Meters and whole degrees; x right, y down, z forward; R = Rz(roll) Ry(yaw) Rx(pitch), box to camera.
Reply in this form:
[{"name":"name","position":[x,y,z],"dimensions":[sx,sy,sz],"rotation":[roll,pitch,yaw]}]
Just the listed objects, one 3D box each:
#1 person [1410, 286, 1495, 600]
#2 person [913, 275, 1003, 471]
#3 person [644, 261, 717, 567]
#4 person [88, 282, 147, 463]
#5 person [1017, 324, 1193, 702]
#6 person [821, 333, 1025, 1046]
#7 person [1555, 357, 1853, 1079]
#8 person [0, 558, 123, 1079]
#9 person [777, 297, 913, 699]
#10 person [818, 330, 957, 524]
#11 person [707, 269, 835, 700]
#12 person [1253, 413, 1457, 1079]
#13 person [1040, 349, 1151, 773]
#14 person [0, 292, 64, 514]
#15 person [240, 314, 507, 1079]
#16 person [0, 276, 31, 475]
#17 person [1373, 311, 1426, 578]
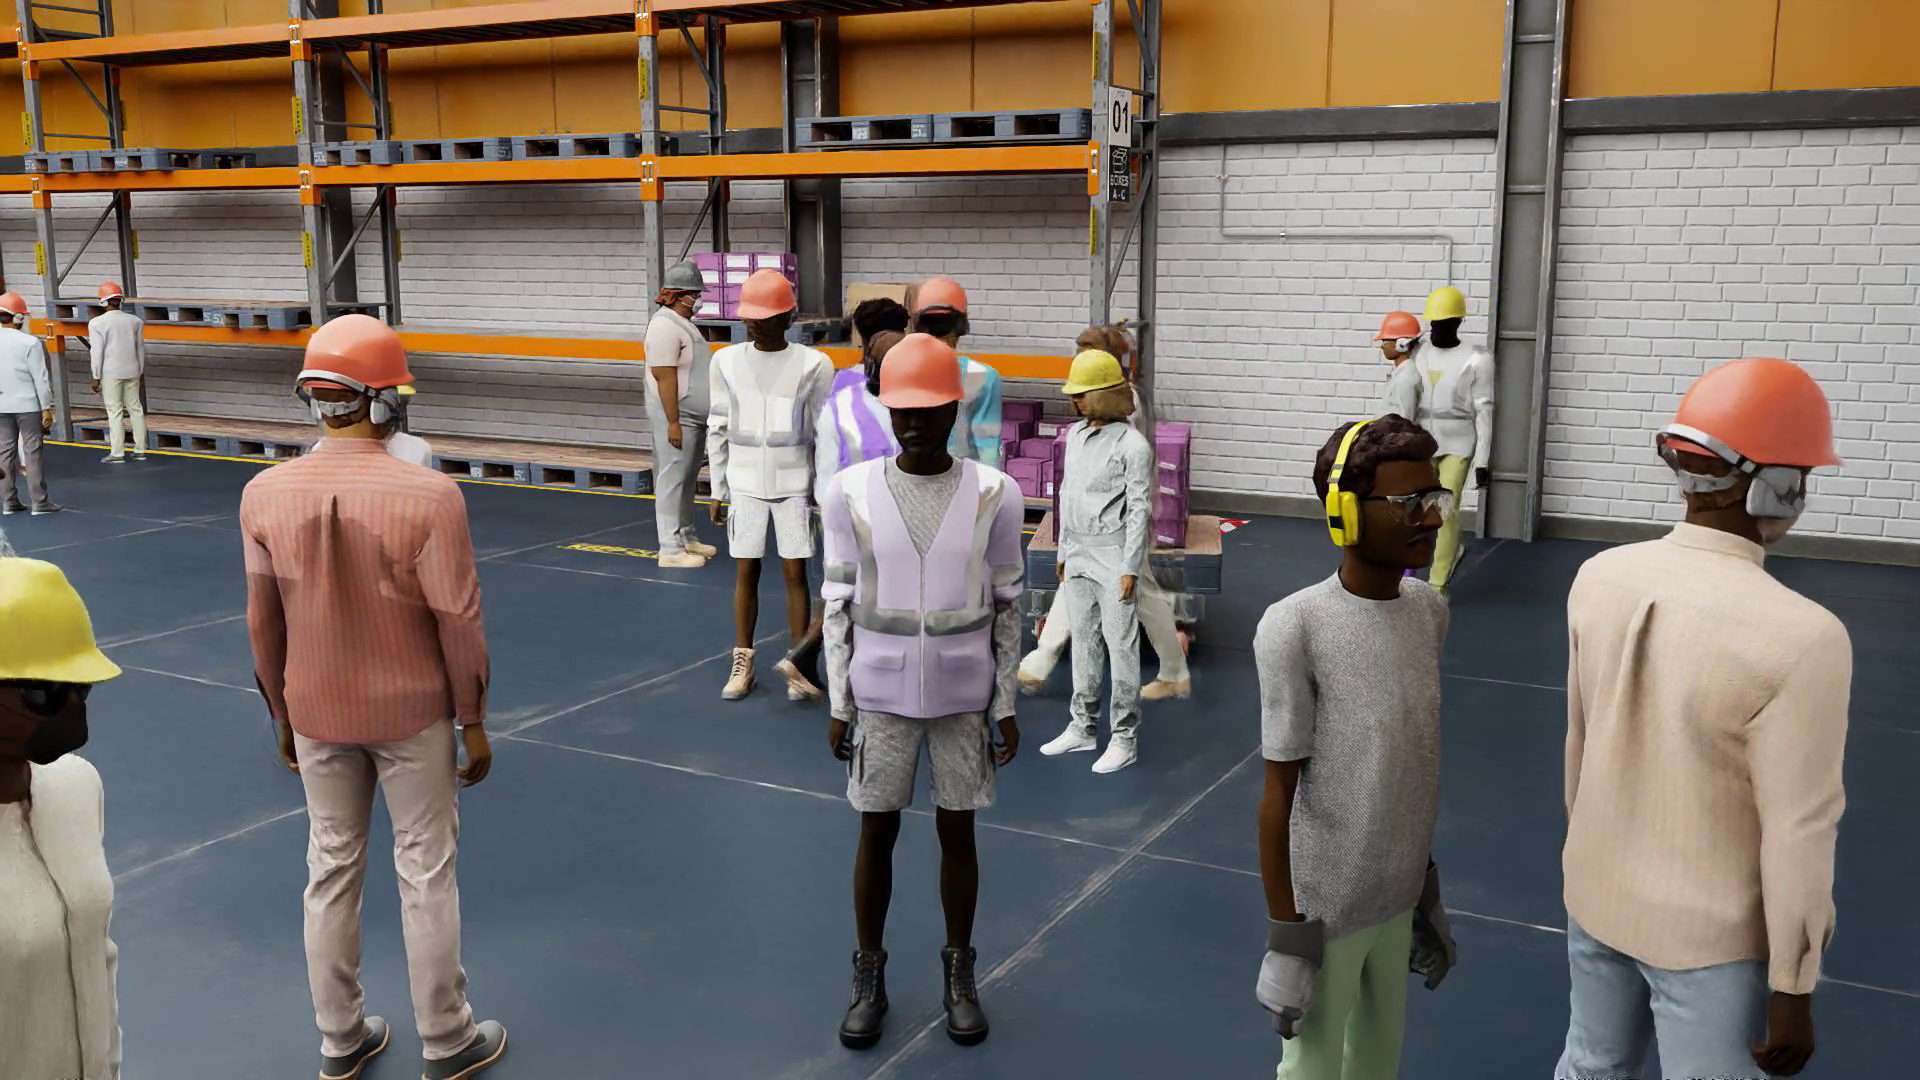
[{"name":"person","position":[2.891,-0.551,9.858],"dimensions":[0.626,1.908,0.592],"rotation":[-9,14,-41]},{"name":"person","position":[-0.113,-0.186,7.592],"dimensions":[0.629,2.020,0.829],"rotation":[2,11,13]},{"name":"person","position":[-1.827,-0.851,11.139],"dimensions":[0.535,2.000,0.682],"rotation":[1,10,3]},{"name":"person","position":[-8.207,-1.631,16.202],"dimensions":[0.330,1.751,0.563],"rotation":[5,12,27]},{"name":"person","position":[0.664,-0.102,7.747],"dimensions":[0.997,1.787,0.512],"rotation":[-2,11,-12]},{"name":"person","position":[-0.097,0.415,4.479],"dimensions":[0.547,1.938,0.377],"rotation":[0,10,-1]},{"name":"person","position":[1.312,0.667,2.985],"dimensions":[0.414,1.982,0.615],"rotation":[-3,11,-18]},{"name":"person","position":[-1.442,0.882,2.442],"dimensions":[0.545,1.747,0.532],"rotation":[1,10,3]},{"name":"person","position":[-0.406,-0.168,7.732],"dimensions":[0.807,1.914,0.638],"rotation":[-7,13,-34]},{"name":"person","position":[-0.314,-0.065,7.577],"dimensions":[0.633,1.789,1.006],"rotation":[-3,11,-16]},{"name":"person","position":[-0.890,-0.245,7.832],"dimensions":[0.605,2.035,0.392],"rotation":[0,10,3]},{"name":"person","position":[0.749,0.699,3.101],"dimensions":[0.514,1.876,0.328],"rotation":[-9,14,-41]},{"name":"person","position":[0.559,0.086,6.842],"dimensions":[0.311,1.735,0.483],"rotation":[-8,13,-36]},{"name":"person","position":[-7.430,-1.073,13.144],"dimensions":[0.573,1.748,0.337],"rotation":[1,10,8]},{"name":"person","position":[-1.479,0.433,4.225],"dimensions":[0.610,1.995,0.375],"rotation":[1,10,7]},{"name":"person","position":[-8.792,-1.518,15.234],"dimensions":[0.584,1.882,0.339],"rotation":[-8,13,-39]},{"name":"person","position":[2.641,-0.502,10.040],"dimensions":[0.347,1.745,0.570],"rotation":[3,11,15]}]
